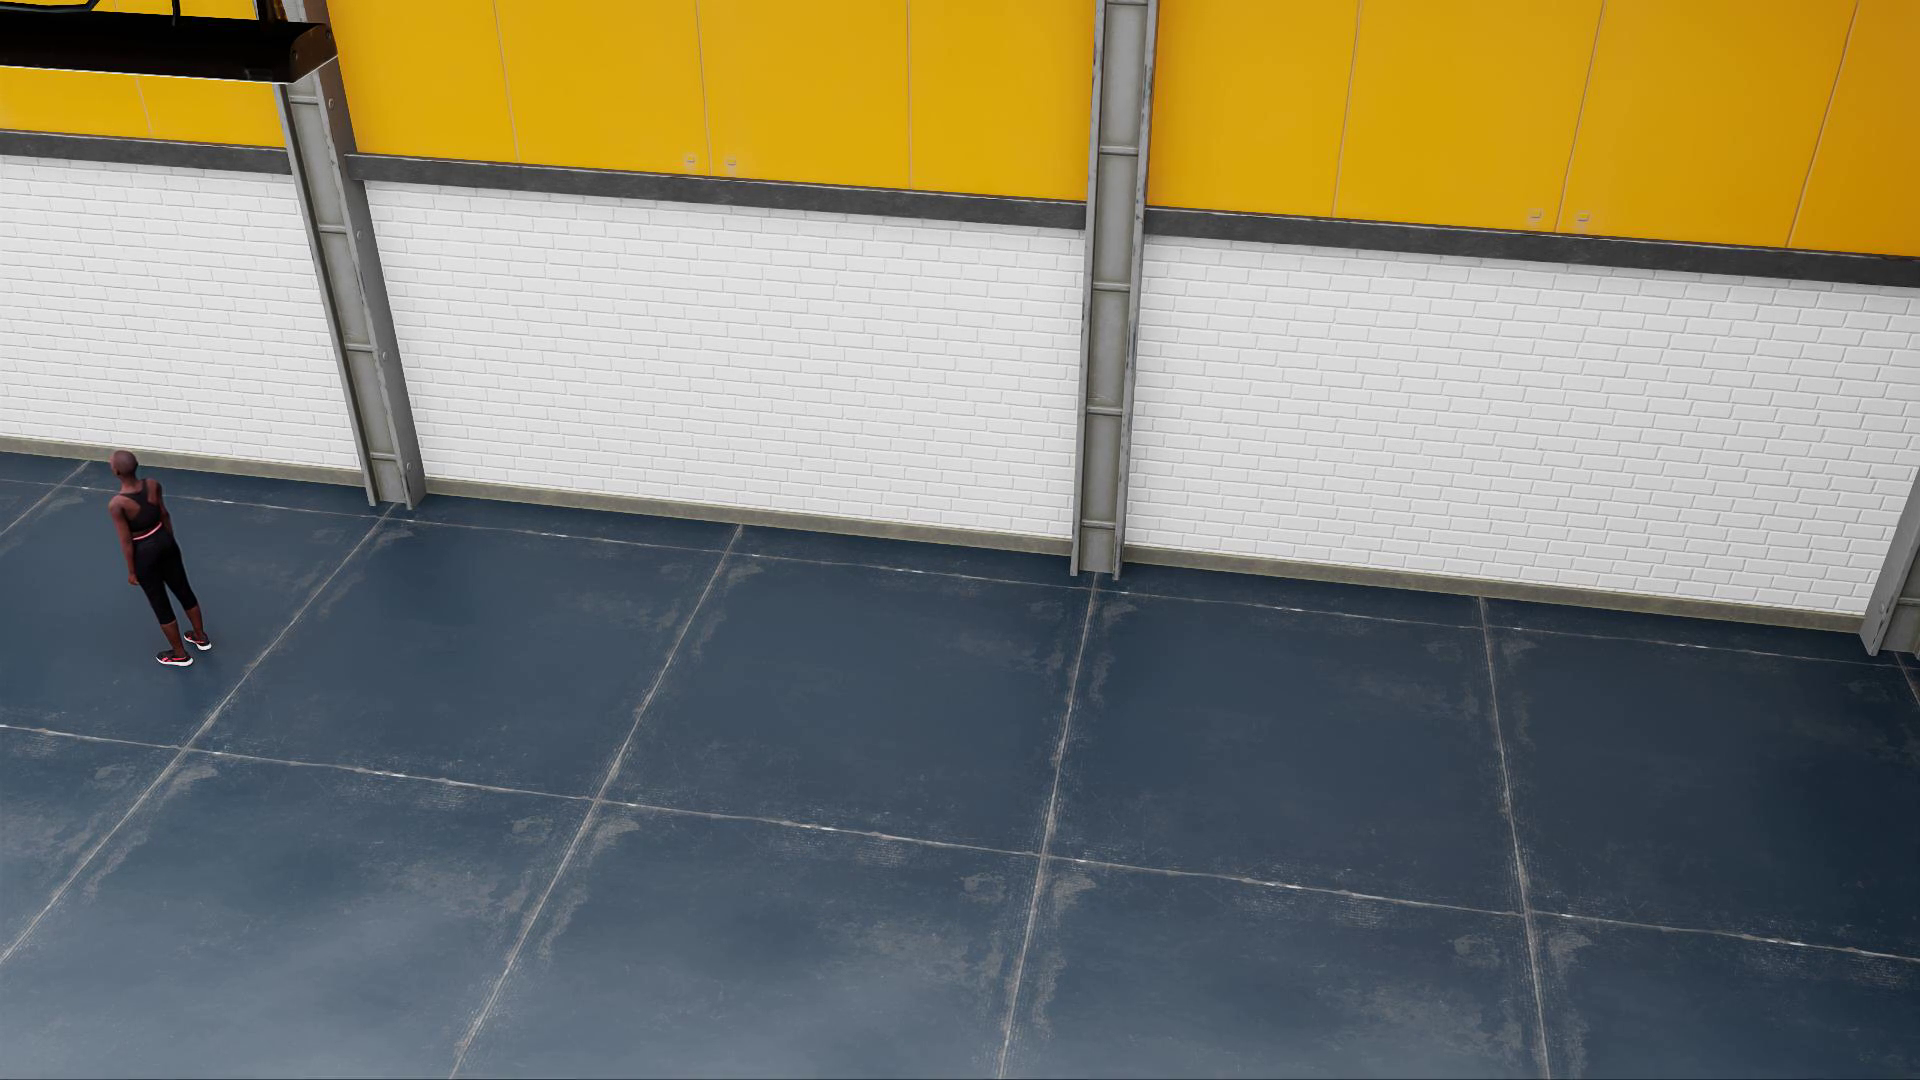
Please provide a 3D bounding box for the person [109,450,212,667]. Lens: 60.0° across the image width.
[{"bbox_3d":[-5.775,0.118,11.935,0.624,1.757,0.637,16,37,22],"label":"person"}]
